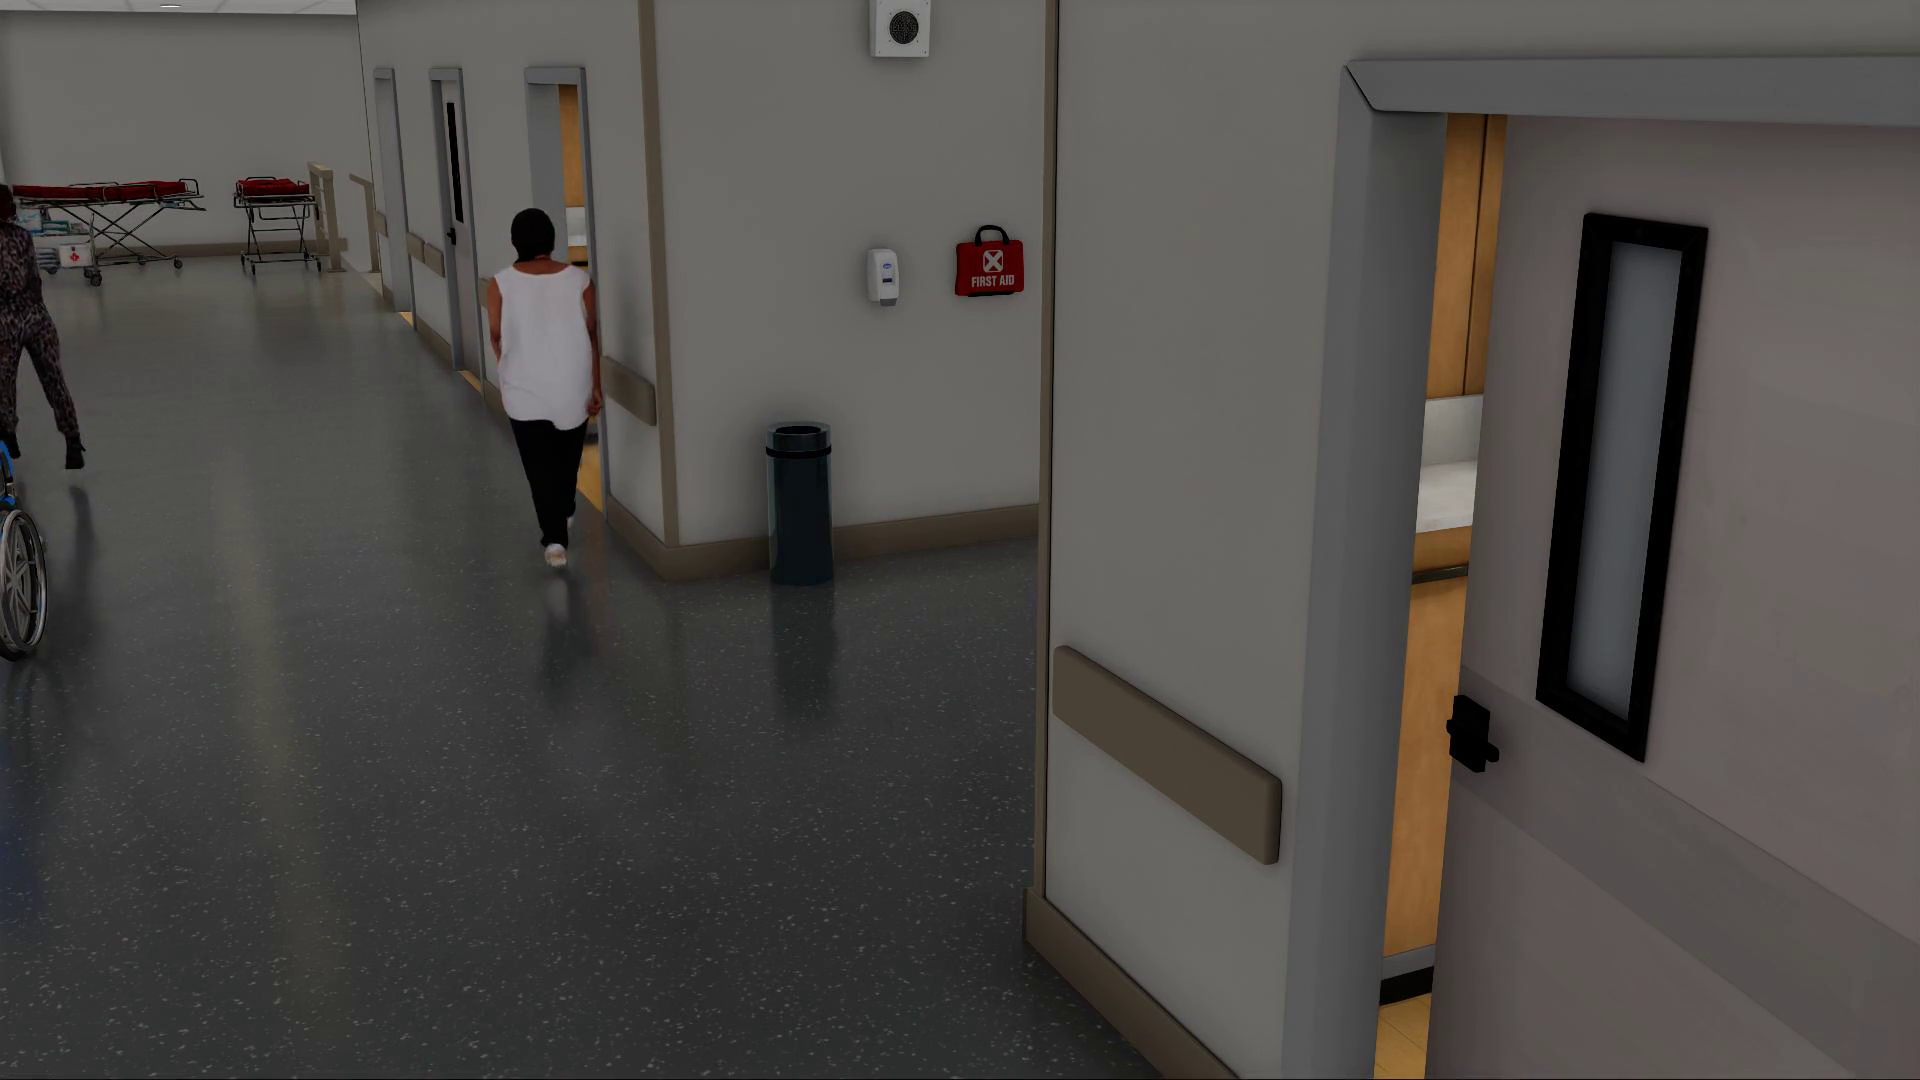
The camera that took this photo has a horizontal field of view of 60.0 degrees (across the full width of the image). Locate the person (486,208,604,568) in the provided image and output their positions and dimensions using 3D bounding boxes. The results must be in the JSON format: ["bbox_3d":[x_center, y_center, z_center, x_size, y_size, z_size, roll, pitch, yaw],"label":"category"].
[{"bbox_3d":[-1.925,-0.672,7.780,0.672,1.639,1.149,-6,17,-20],"label":"person"}]

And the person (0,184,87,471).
[{"bbox_3d":[-5.321,-1.169,9.506,1.278,1.659,1.009,12,20,37],"label":"person"}]
